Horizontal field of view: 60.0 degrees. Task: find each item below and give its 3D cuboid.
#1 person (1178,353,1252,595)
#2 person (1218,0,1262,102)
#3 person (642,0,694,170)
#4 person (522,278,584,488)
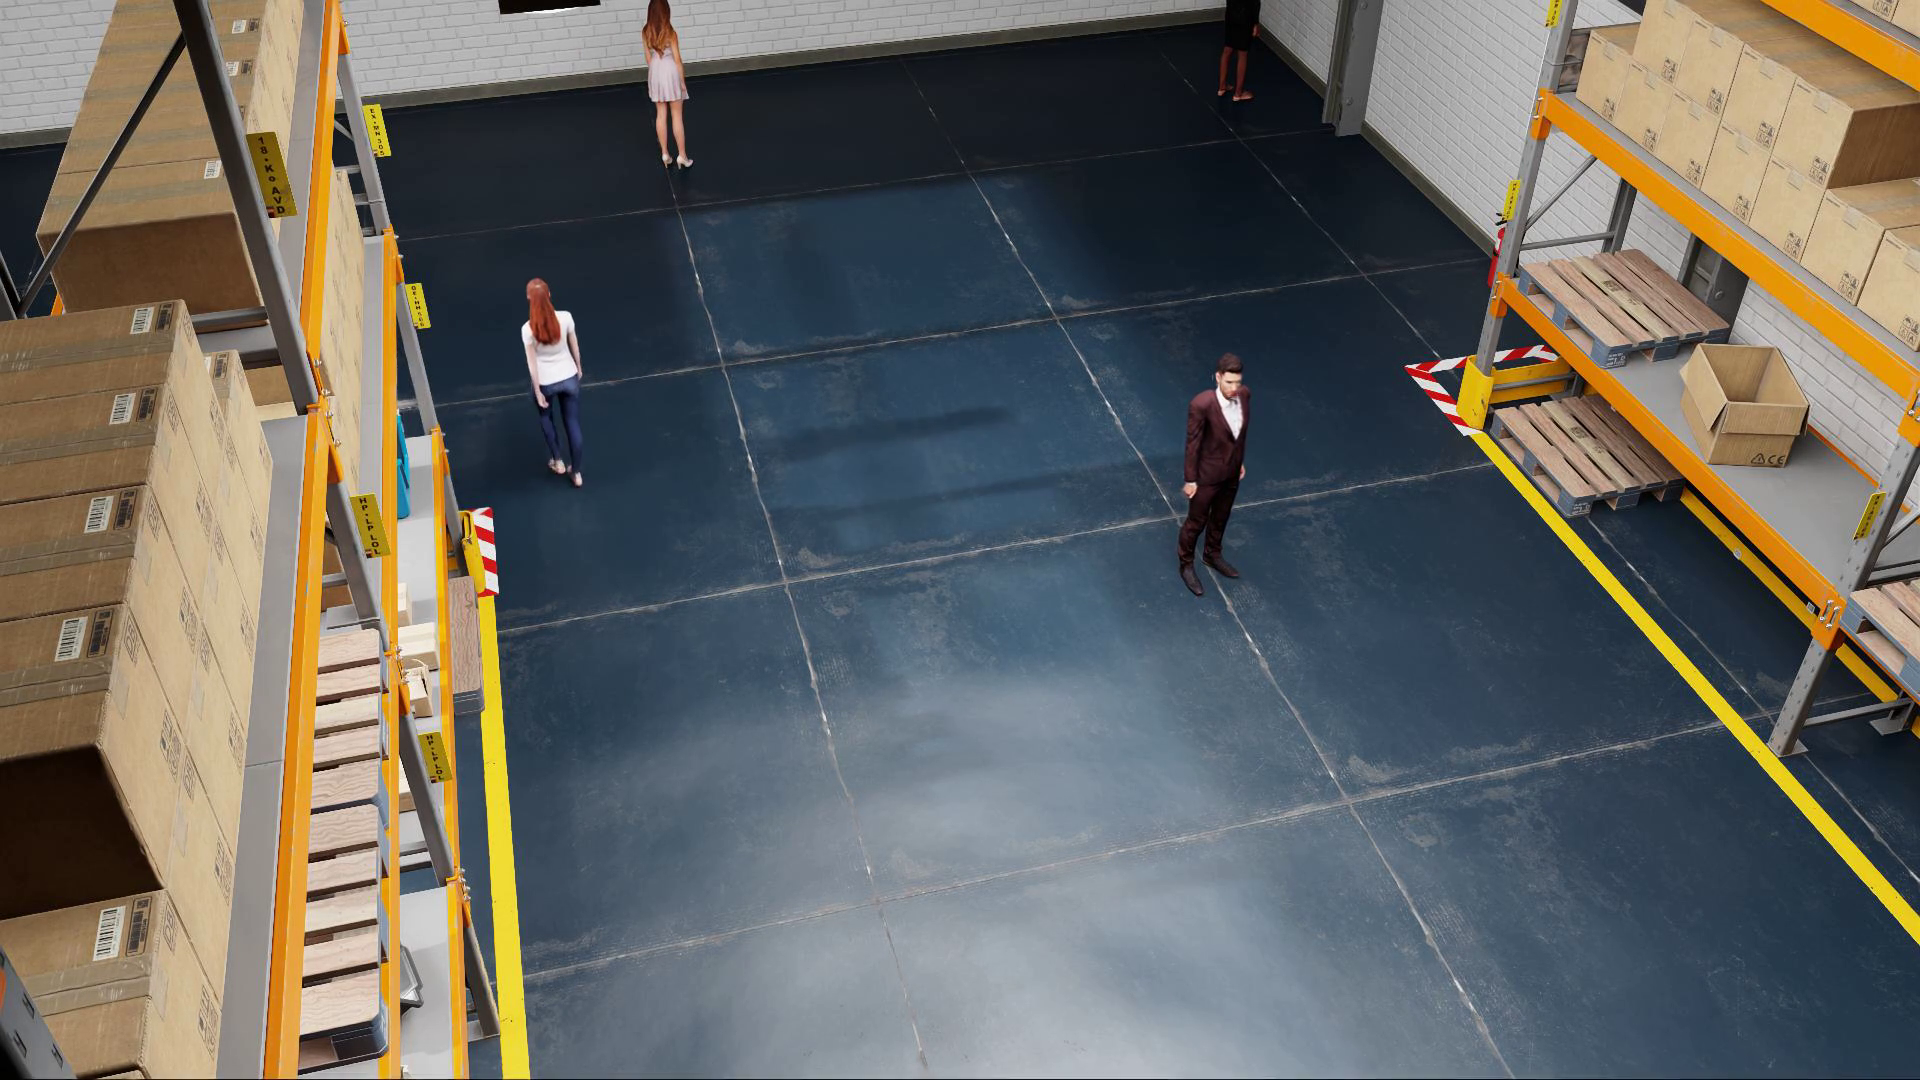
[{"bbox_3d":[1.770,-0.495,11.510,0.757,1.862,0.700,-22,44,-26],"label":"person"},{"bbox_3d":[3.046,-5.648,18.076,0.745,1.720,0.607,-29,47,-31],"label":"person"},{"bbox_3d":[-2.948,-4.582,16.701,0.676,1.770,0.721,11,40,14],"label":"person"},{"bbox_3d":[-2.982,-1.125,12.409,0.607,1.724,0.642,-16,41,-19],"label":"person"}]
